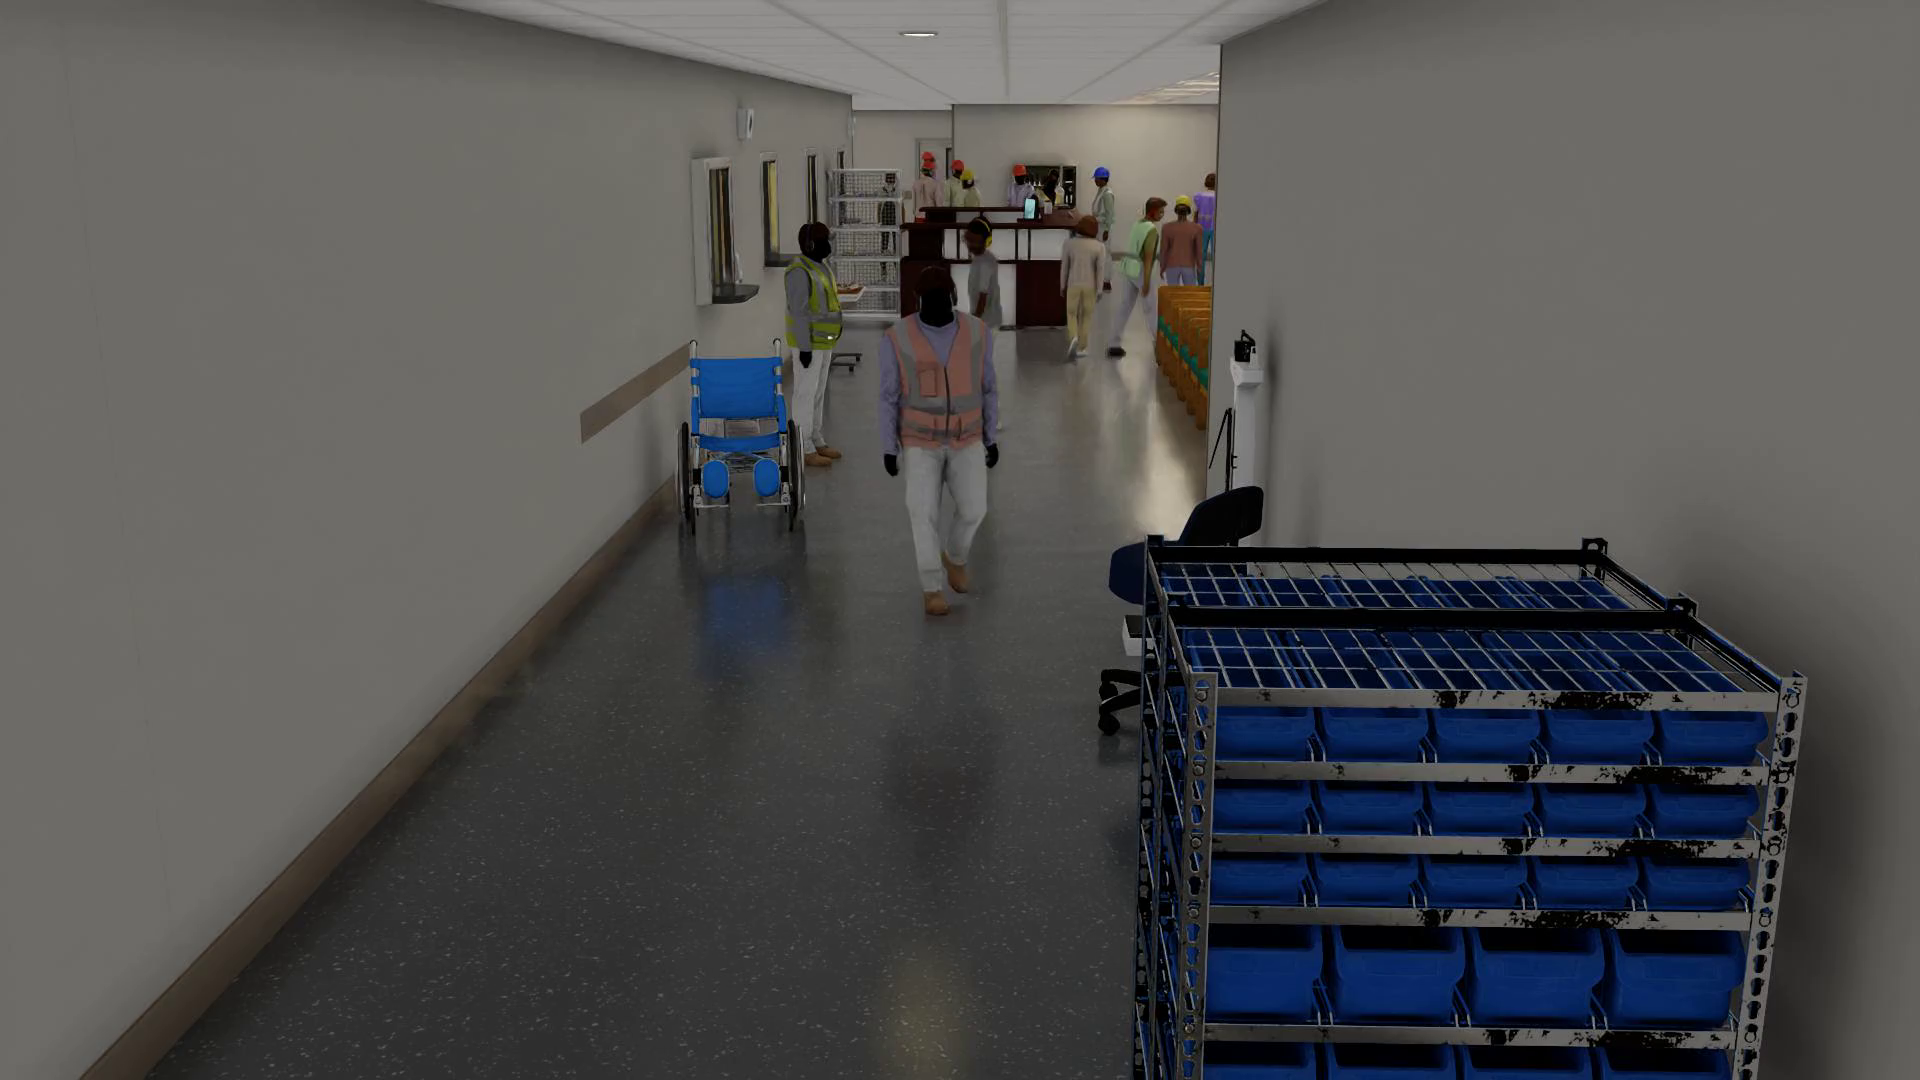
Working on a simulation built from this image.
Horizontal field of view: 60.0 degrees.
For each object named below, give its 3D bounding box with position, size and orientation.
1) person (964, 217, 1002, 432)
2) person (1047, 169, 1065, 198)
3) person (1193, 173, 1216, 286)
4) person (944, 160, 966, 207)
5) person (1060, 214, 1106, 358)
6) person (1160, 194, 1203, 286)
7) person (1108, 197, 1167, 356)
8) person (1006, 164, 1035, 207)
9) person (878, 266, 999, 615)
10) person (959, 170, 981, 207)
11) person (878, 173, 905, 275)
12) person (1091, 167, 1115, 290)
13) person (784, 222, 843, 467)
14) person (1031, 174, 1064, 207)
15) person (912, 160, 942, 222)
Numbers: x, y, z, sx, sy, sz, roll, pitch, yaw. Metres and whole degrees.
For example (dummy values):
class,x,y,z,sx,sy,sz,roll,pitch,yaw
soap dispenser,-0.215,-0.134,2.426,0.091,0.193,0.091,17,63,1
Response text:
class,x,y,z,sx,sy,sz,roll,pitch,yaw
person,0.201,-1.755,13.807,0.370,1.837,0.581,0,14,-1
person,1.628,-5.547,29.127,0.515,1.858,0.331,-12,19,-41
person,4.004,-4.934,26.649,0.565,1.850,0.390,6,15,23
person,-0.062,-6.126,31.221,0.417,1.983,0.624,10,17,36
person,1.352,-2.809,18.503,0.516,1.607,0.555,3,14,10
person,2.705,-3.341,20.390,0.527,1.757,0.433,2,14,7
person,2.083,-2.961,18.779,0.931,1.778,0.665,-5,15,-19
person,1.066,-5.738,29.758,0.548,1.929,0.386,8,16,30
person,-0.115,-0.525,8.788,0.654,1.832,0.433,-3,14,-11
person,0.178,-5.869,30.520,0.427,1.809,0.602,0,14,-2
person,-1.217,-5.607,29.406,0.505,1.838,0.347,2,14,8
person,2.282,-4.997,26.696,0.388,1.947,0.615,-3,14,-11
person,-1.107,-1.497,12.715,0.430,1.845,0.624,3,14,13
person,1.430,-4.985,26.898,0.630,1.835,0.429,-7,16,-28
person,-0.588,-5.933,30.432,0.610,1.985,0.413,8,16,30
